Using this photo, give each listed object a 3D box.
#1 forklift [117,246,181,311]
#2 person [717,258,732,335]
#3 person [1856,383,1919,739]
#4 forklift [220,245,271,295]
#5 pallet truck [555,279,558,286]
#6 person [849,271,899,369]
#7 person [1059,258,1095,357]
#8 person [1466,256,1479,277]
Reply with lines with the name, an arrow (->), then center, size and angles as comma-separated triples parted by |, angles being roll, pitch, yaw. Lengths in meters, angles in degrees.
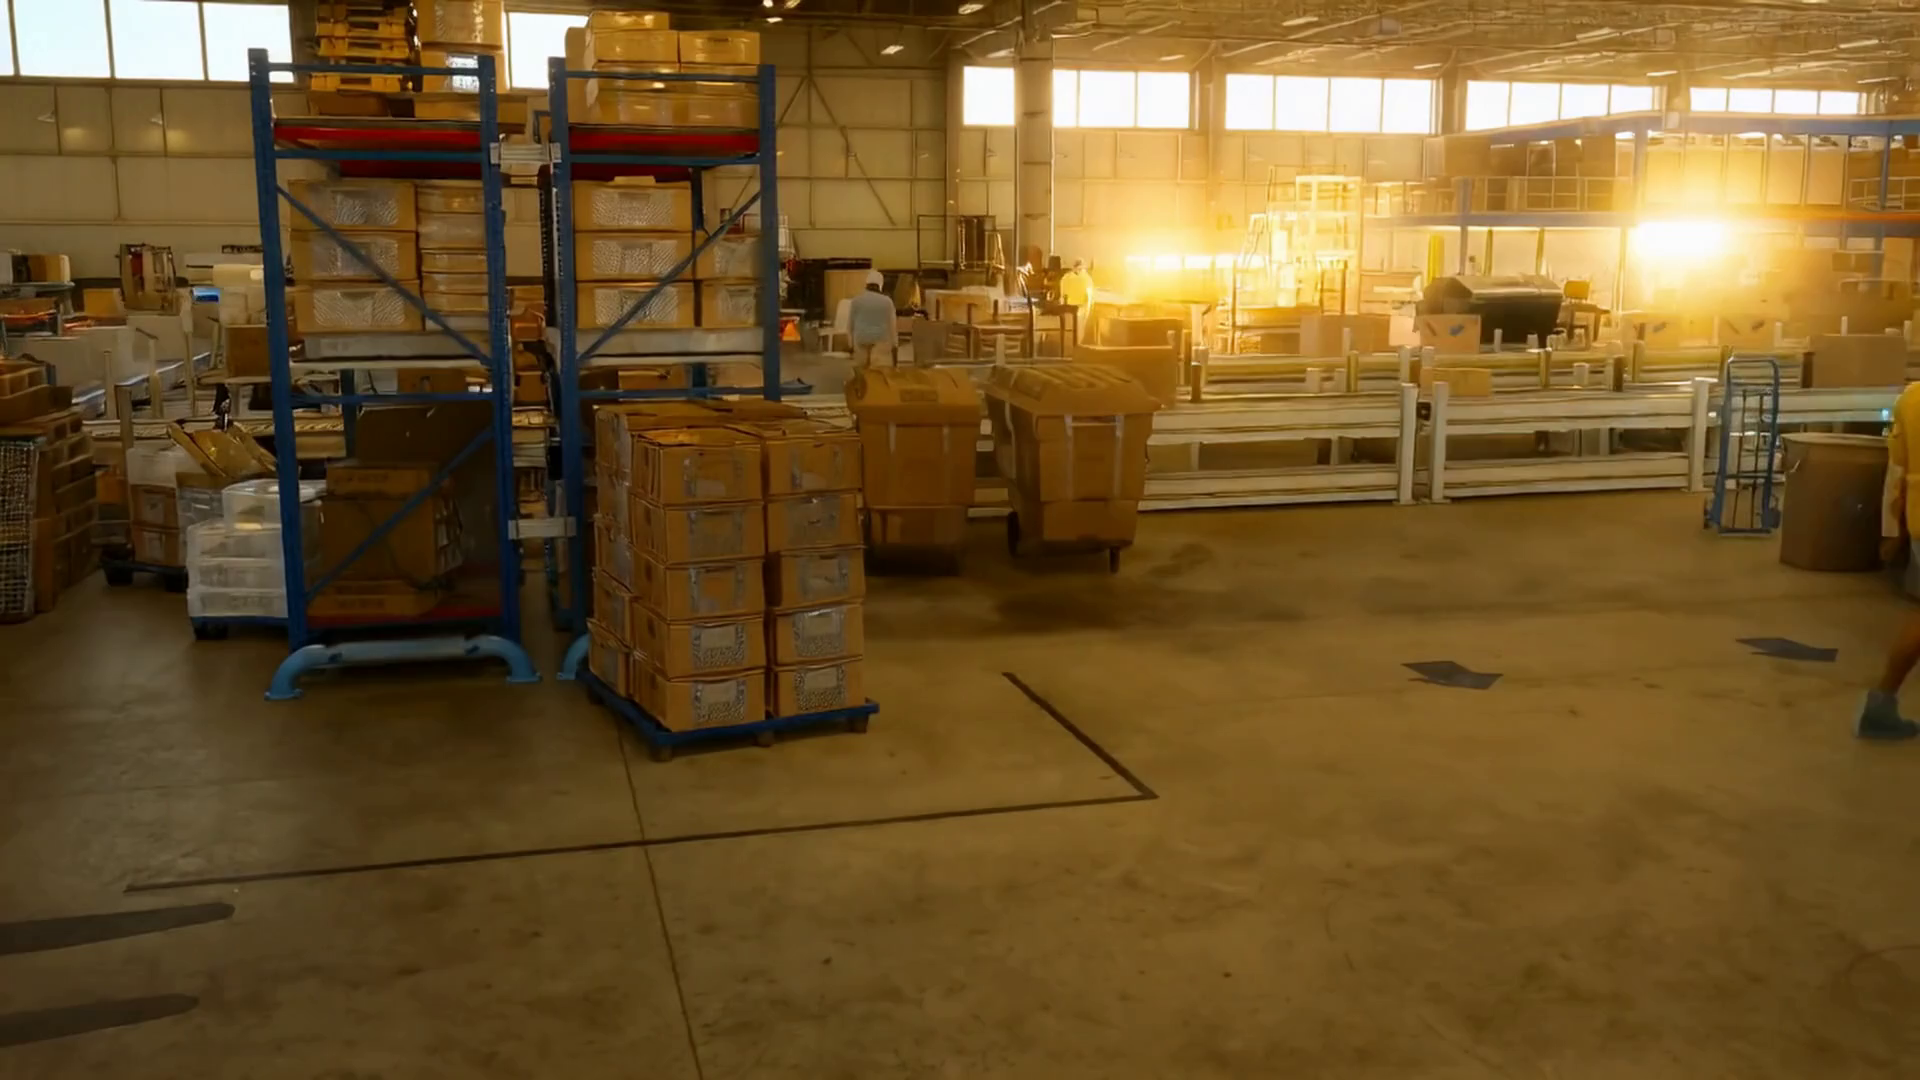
forklift -> -19.966, -6.232, 40.894 | 1.157, 1.987, 2.680 | -3, 10, -15
person -> -4.230, -4.343, 30.987 | 0.662, 2.018, 0.471 | 3, 10, 17
person -> 4.331, -0.078, 7.239 | 1.012, 1.886, 0.552 | -3, 10, -16
forklift -> -17.749, -6.334, 41.440 | 1.157, 1.987, 2.680 | -3, 10, -17
pallet truck -> -10.604, -6.375, 44.520 | 0.653, 1.274, 1.630 | -3, 10, -15
person -> -1.058, -2.536, 21.357 | 0.626, 1.796, 0.836 | 4, 11, 19
person -> 2.256, -4.445, 31.913 | 0.679, 1.887, 0.540 | -1, 10, -7
person -> 16.443, -8.222, 53.503 | 0.526, 1.825, 0.641 | -1, 10, -7
